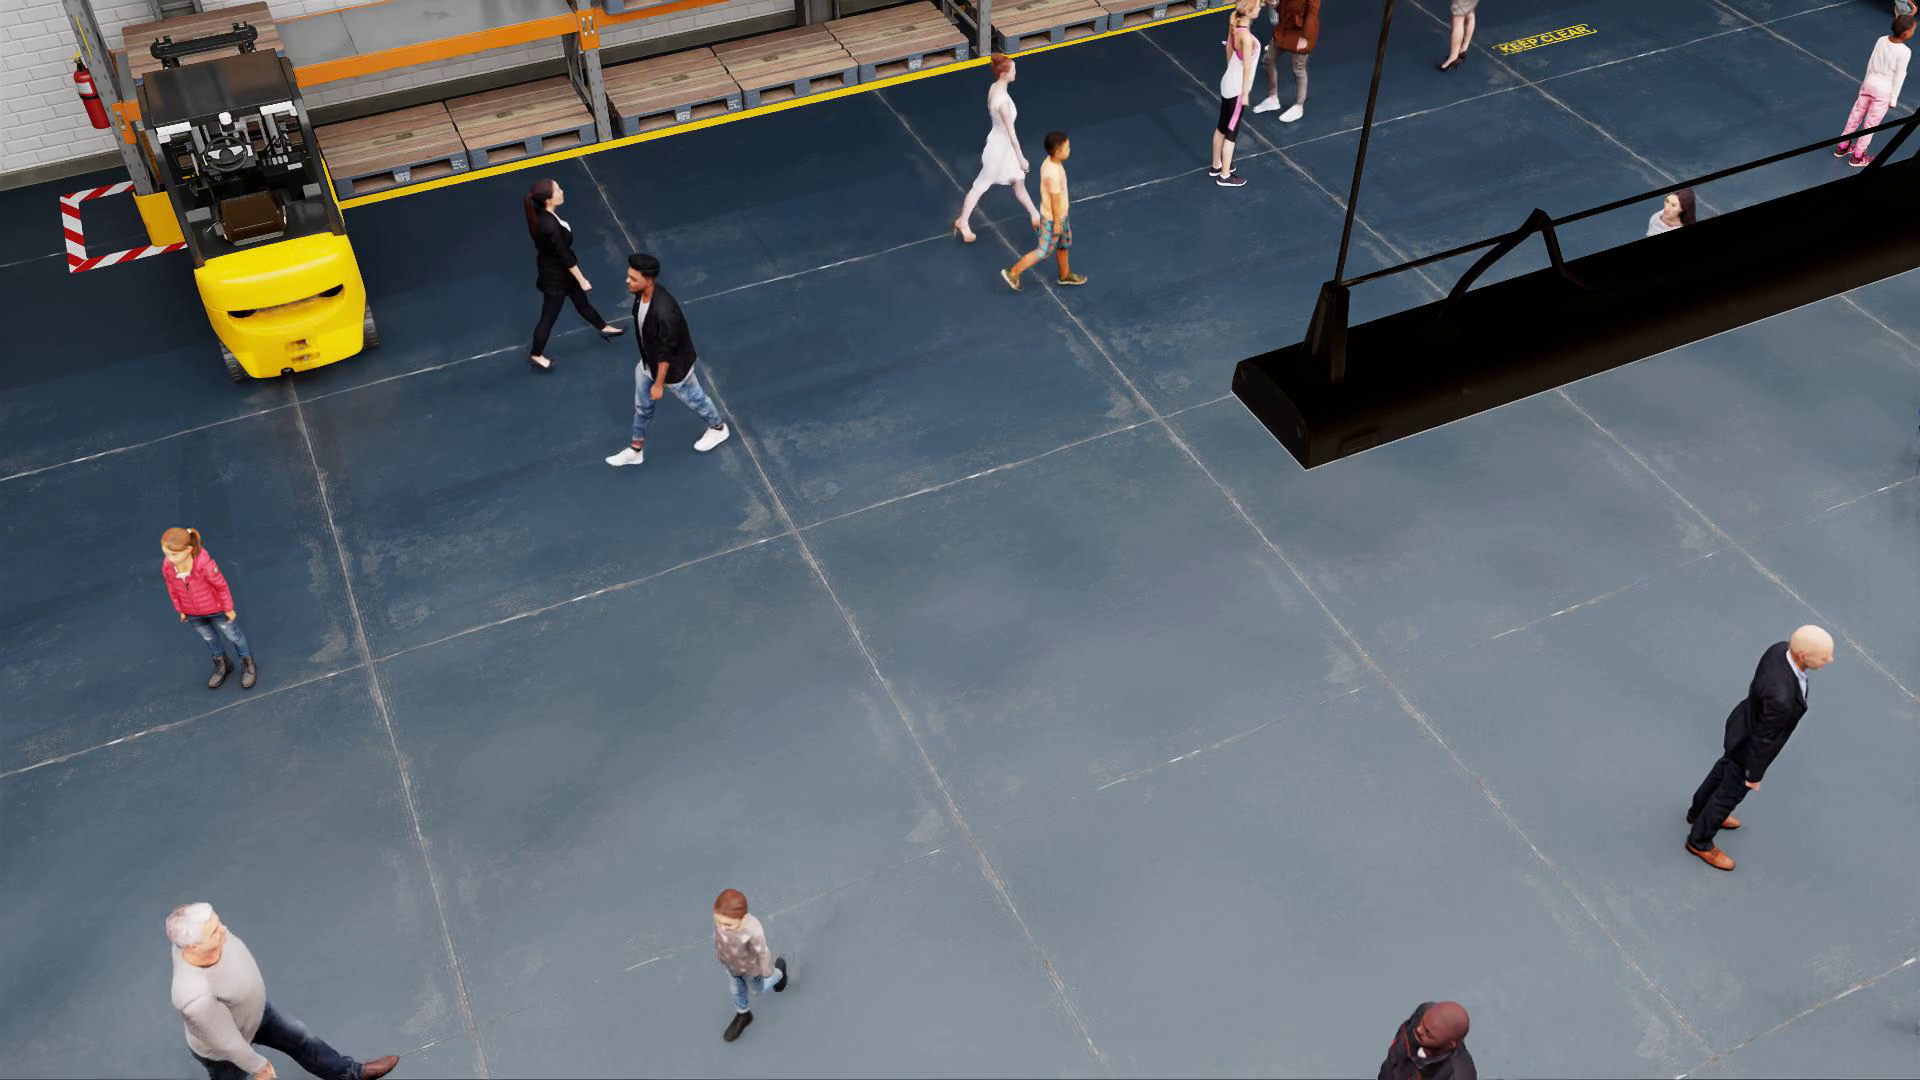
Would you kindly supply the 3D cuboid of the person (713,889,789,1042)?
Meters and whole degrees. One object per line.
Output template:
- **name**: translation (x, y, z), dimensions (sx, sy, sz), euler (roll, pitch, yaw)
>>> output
- **person**: translation (-1.102, 2.154, 8.714), dimensions (0.704, 1.184, 0.804), euler (22, 48, 22)

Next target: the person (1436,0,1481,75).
- **person**: translation (4.990, -5.417, 16.253), dimensions (0.721, 1.746, 0.568), euler (34, 53, 31)

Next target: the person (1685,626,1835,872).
- **person**: translation (4.467, 1.119, 9.354), dimensions (0.823, 1.797, 0.753), euler (16, 46, 16)

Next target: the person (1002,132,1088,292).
- **person**: translation (0.687, -2.650, 13.570), dimensions (1.021, 1.440, 0.778), euler (-1, 44, -1)

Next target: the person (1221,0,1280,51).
- **person**: translation (3.140, -5.477, 16.666), dimensions (0.900, 1.263, 0.539), euler (-16, 46, -16)

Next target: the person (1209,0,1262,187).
- **person**: translation (2.426, -3.996, 14.732), dimensions (0.591, 1.787, 0.648), euler (-8, 44, -9)

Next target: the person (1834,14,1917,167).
- **person**: translation (8.342, -4.101, 15.092), dimensions (0.510, 1.443, 0.546), euler (-15, 46, -15)

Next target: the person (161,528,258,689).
- **person**: translation (-4.729, 0.413, 10.444), dimensions (0.543, 1.317, 0.648), euler (1, 44, 1)

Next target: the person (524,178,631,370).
- **person**: translation (-3.166, -1.969, 12.737), dimensions (1.083, 1.604, 0.619), euler (-19, 47, -19)

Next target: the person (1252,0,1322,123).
- **person**: translation (3.211, -4.785, 15.537), dimensions (0.682, 1.818, 0.729), euler (-23, 48, -22)

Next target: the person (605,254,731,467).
- **person**: translation (-2.012, -1.291, 11.916), dimensions (1.242, 1.755, 0.861), euler (-27, 50, -25)

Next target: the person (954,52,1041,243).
- **person**: translation (0.213, -3.213, 13.942), dimensions (1.199, 1.743, 0.921), euler (1, 44, 1)

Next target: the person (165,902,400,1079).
- **person**: translation (-3.585, 2.377, 7.991), dimensions (1.264, 1.858, 0.942), euler (-9, 44, -9)

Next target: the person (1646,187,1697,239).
- **person**: translation (5.425, -2.010, 12.793), dimensions (1.035, 1.586, 0.695), euler (-23, 48, -23)

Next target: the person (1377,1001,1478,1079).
- **person**: translation (2.215, 2.640, 7.760), dimensions (1.162, 1.794, 0.908), euler (-6, 44, -6)
